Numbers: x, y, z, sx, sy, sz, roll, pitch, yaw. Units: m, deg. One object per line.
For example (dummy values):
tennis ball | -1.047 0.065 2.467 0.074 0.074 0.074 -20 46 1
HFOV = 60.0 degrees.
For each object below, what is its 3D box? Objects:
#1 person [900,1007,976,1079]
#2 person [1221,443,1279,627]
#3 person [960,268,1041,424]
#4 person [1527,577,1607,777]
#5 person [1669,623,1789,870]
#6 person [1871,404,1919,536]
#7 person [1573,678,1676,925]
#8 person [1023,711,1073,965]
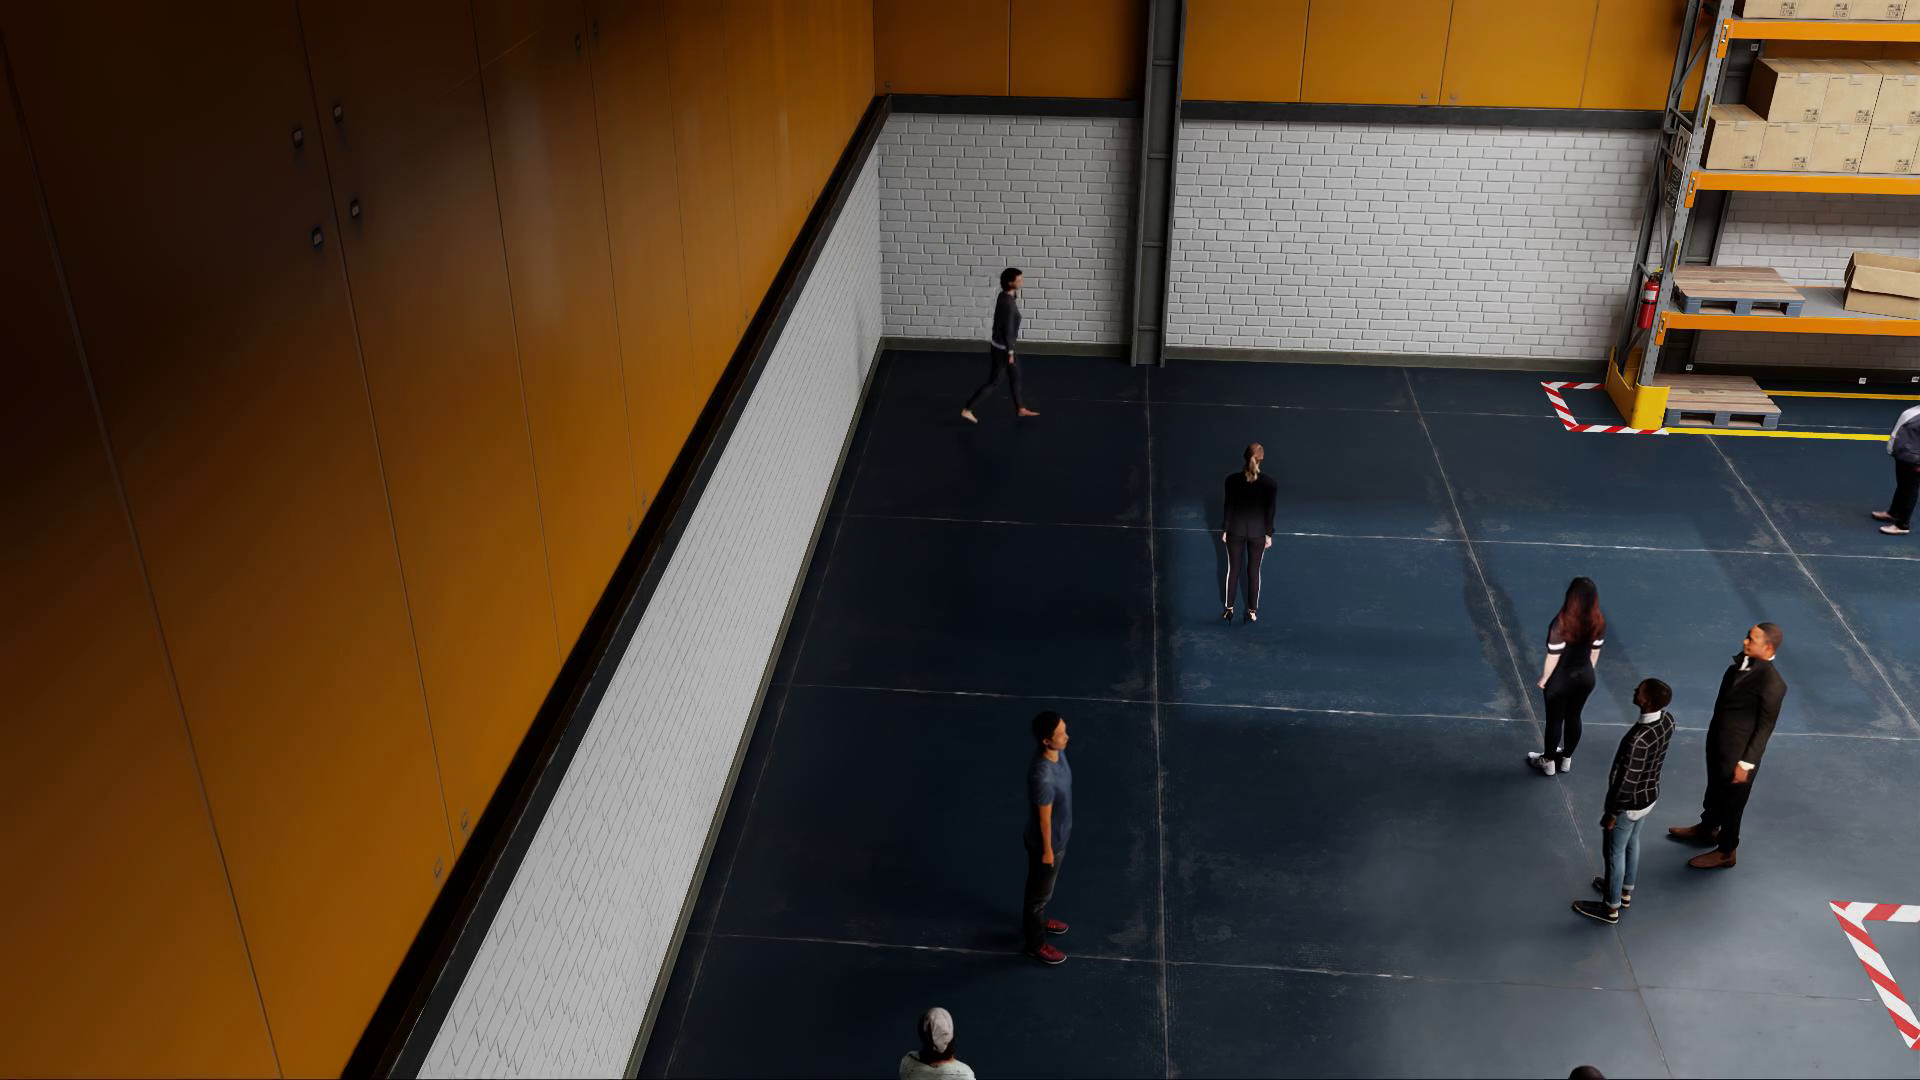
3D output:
person | -0.109 3.083 8.492 1.011 1.626 0.866 13 31 22
person | 2.436 -0.039 14.130 0.505 1.707 0.688 5 29 10
person | 0.368 -2.047 17.786 1.168 1.732 0.790 -4 29 -7
person | 4.497 1.003 12.291 0.617 1.638 0.734 -6 29 -11
person | 5.295 1.380 11.323 0.605 1.904 0.698 1 29 2
person | 9.016 -0.822 15.675 0.715 1.601 0.723 8 30 15
person | 4.386 1.687 10.846 0.781 1.821 0.747 25 38 38
person | 0.542 1.851 10.557 0.556 1.810 0.668 5 29 8
